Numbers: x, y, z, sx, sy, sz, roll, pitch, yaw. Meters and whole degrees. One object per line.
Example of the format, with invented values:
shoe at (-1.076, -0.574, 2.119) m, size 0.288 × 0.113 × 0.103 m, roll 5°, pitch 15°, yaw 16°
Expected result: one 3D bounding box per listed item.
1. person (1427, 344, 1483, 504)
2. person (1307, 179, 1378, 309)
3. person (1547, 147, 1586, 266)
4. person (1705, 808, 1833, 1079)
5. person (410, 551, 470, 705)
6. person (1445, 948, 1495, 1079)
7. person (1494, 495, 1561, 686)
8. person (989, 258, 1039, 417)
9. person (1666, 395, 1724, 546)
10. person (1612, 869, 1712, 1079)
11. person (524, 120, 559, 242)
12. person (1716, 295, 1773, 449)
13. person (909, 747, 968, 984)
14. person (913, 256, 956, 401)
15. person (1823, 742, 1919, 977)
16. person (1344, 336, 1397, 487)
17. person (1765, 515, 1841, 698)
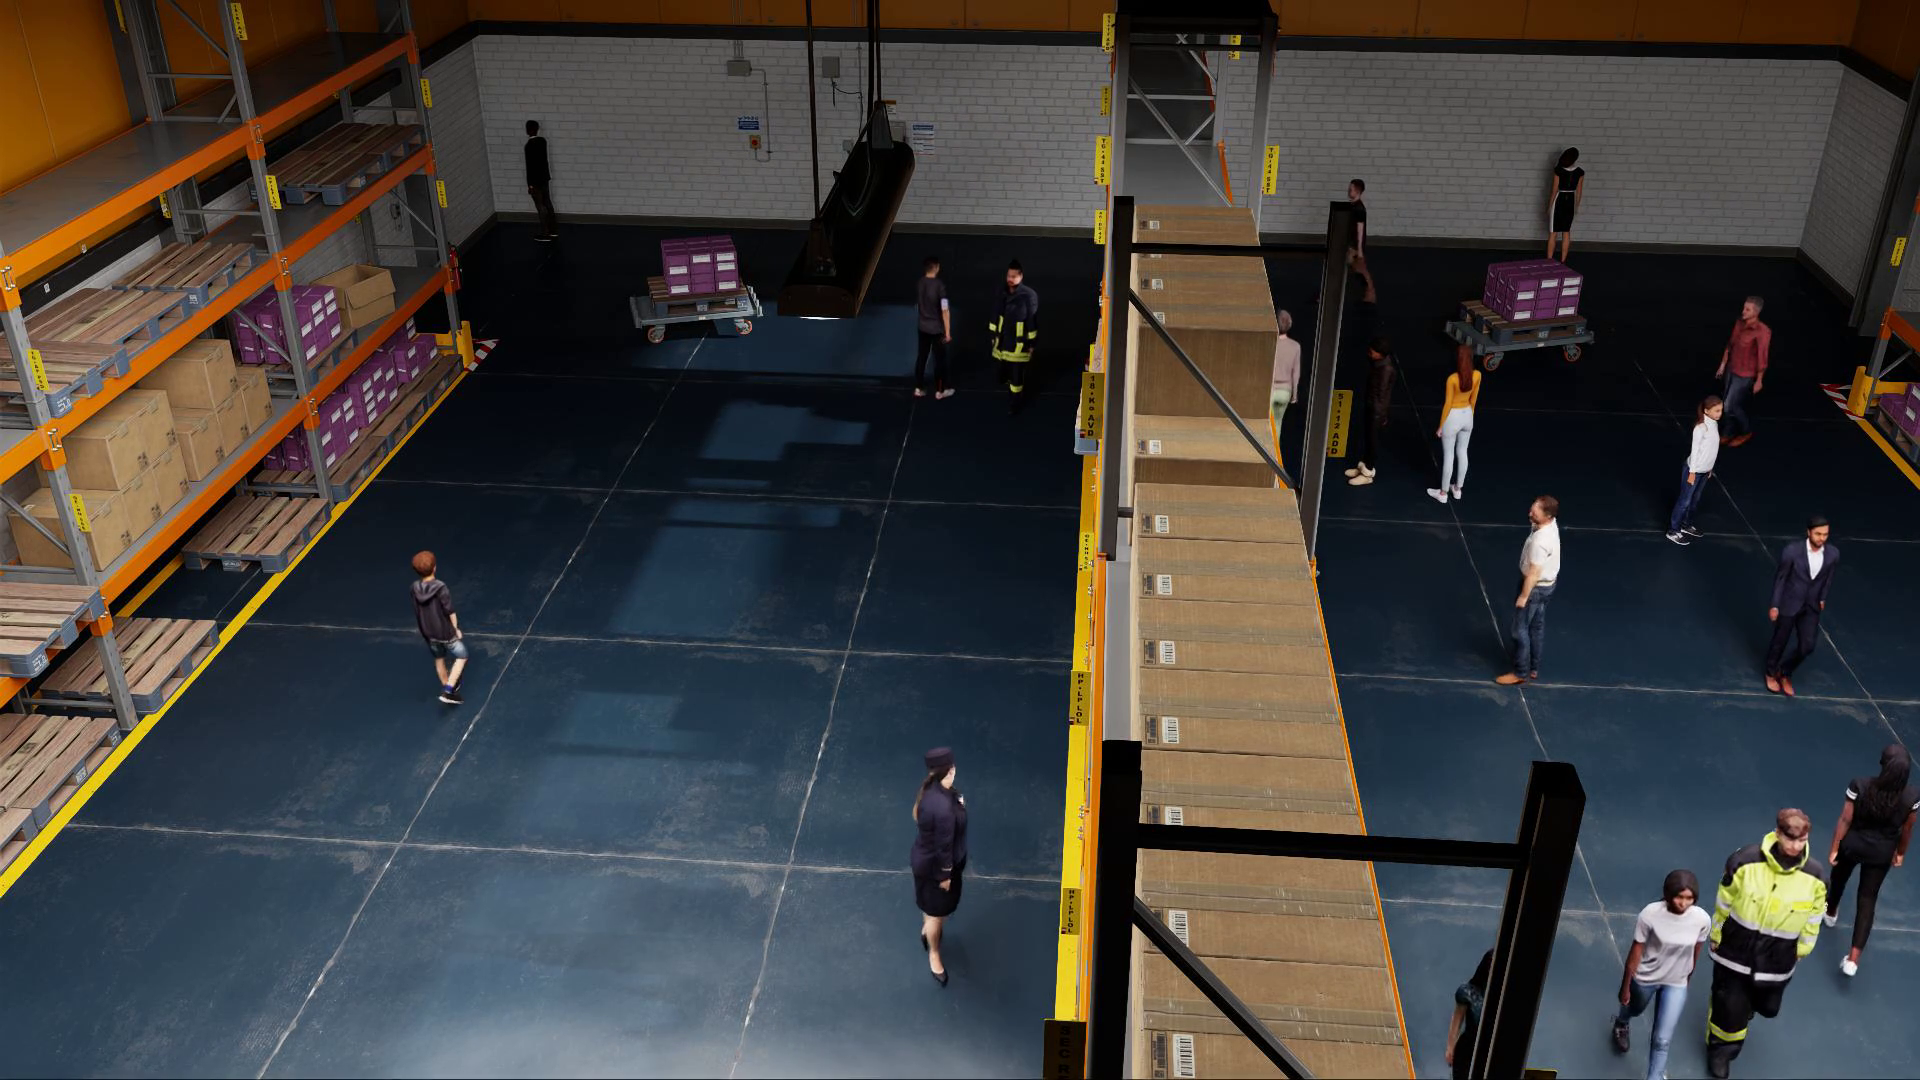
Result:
person at (5.191, -1.218, 17.340) m, size 0.669 × 1.749 × 0.679 m, roll -10°, pitch 30°, yaw -17°
person at (5.344, -3.918, 22.248) m, size 0.738 × 1.788 × 1.114 m, roll 2°, pitch 29°, yaw 4°
person at (8.582, -4.693, 23.663) m, size 0.582 × 1.795 × 0.479 m, roll 3°, pitch 29°, yaw 5°
person at (4.999, 2.435, 10.415) m, size 0.907 × 1.967 × 1.063 m, roll 9°, pitch 30°, yaw 16°
person at (-4.404, 0.767, 14.021) m, size 0.641 × 1.443 × 0.731 m, roll 8°, pitch 30°, yaw 14°
person at (3.021, 2.977, 9.694) m, size 0.598 × 1.706 × 0.990 m, roll 0°, pitch 29°, yaw 1°
person at (4.963, 0.412, 14.261) m, size 0.870 × 1.835 × 0.685 m, roll 21°, pitch 35°, yaw 33°
person at (0.658, -2.399, 19.406) m, size 0.916 × 1.843 × 1.003 m, roll 12°, pitch 31°, yaw 21°
person at (7.377, -0.729, 16.642) m, size 0.627 × 1.559 × 0.686 m, roll -21°, pitch 35°, yaw -33°
person at (4.277, 2.678, 10.276) m, size 0.659 × 1.673 × 1.154 m, roll 4°, pitch 29°, yaw 7°
person at (-6.313, -5.397, 24.948) m, size 0.768 × 1.800 × 0.557 m, roll 9°, pitch 30°, yaw 15°
person at (8.758, -1.860, 18.450) m, size 0.857 × 1.812 × 0.711 m, roll -3°, pitch 29°, yaw -5°
person at (-0.166, 2.205, 11.166) m, size 0.853 × 1.651 × 0.642 m, roll 3°, pitch 29°, yaw 6°
person at (-0.357, -2.515, 19.694) m, size 0.791 × 1.772 × 0.835 m, roll 20°, pitch 35°, yaw 33°
person at (6.126, 2.156, 11.213) m, size 0.852 × 1.692 × 1.221 m, roll 11°, pitch 30°, yaw 19°
person at (4.452, -1.391, 17.751) m, size 0.658 × 1.659 × 0.591 m, roll 16°, pitch 32°, yaw 26°
person at (7.129, 0.508, 14.216) m, size 0.660 × 1.710 × 0.606 m, roll 2°, pitch 29°, yaw 4°
